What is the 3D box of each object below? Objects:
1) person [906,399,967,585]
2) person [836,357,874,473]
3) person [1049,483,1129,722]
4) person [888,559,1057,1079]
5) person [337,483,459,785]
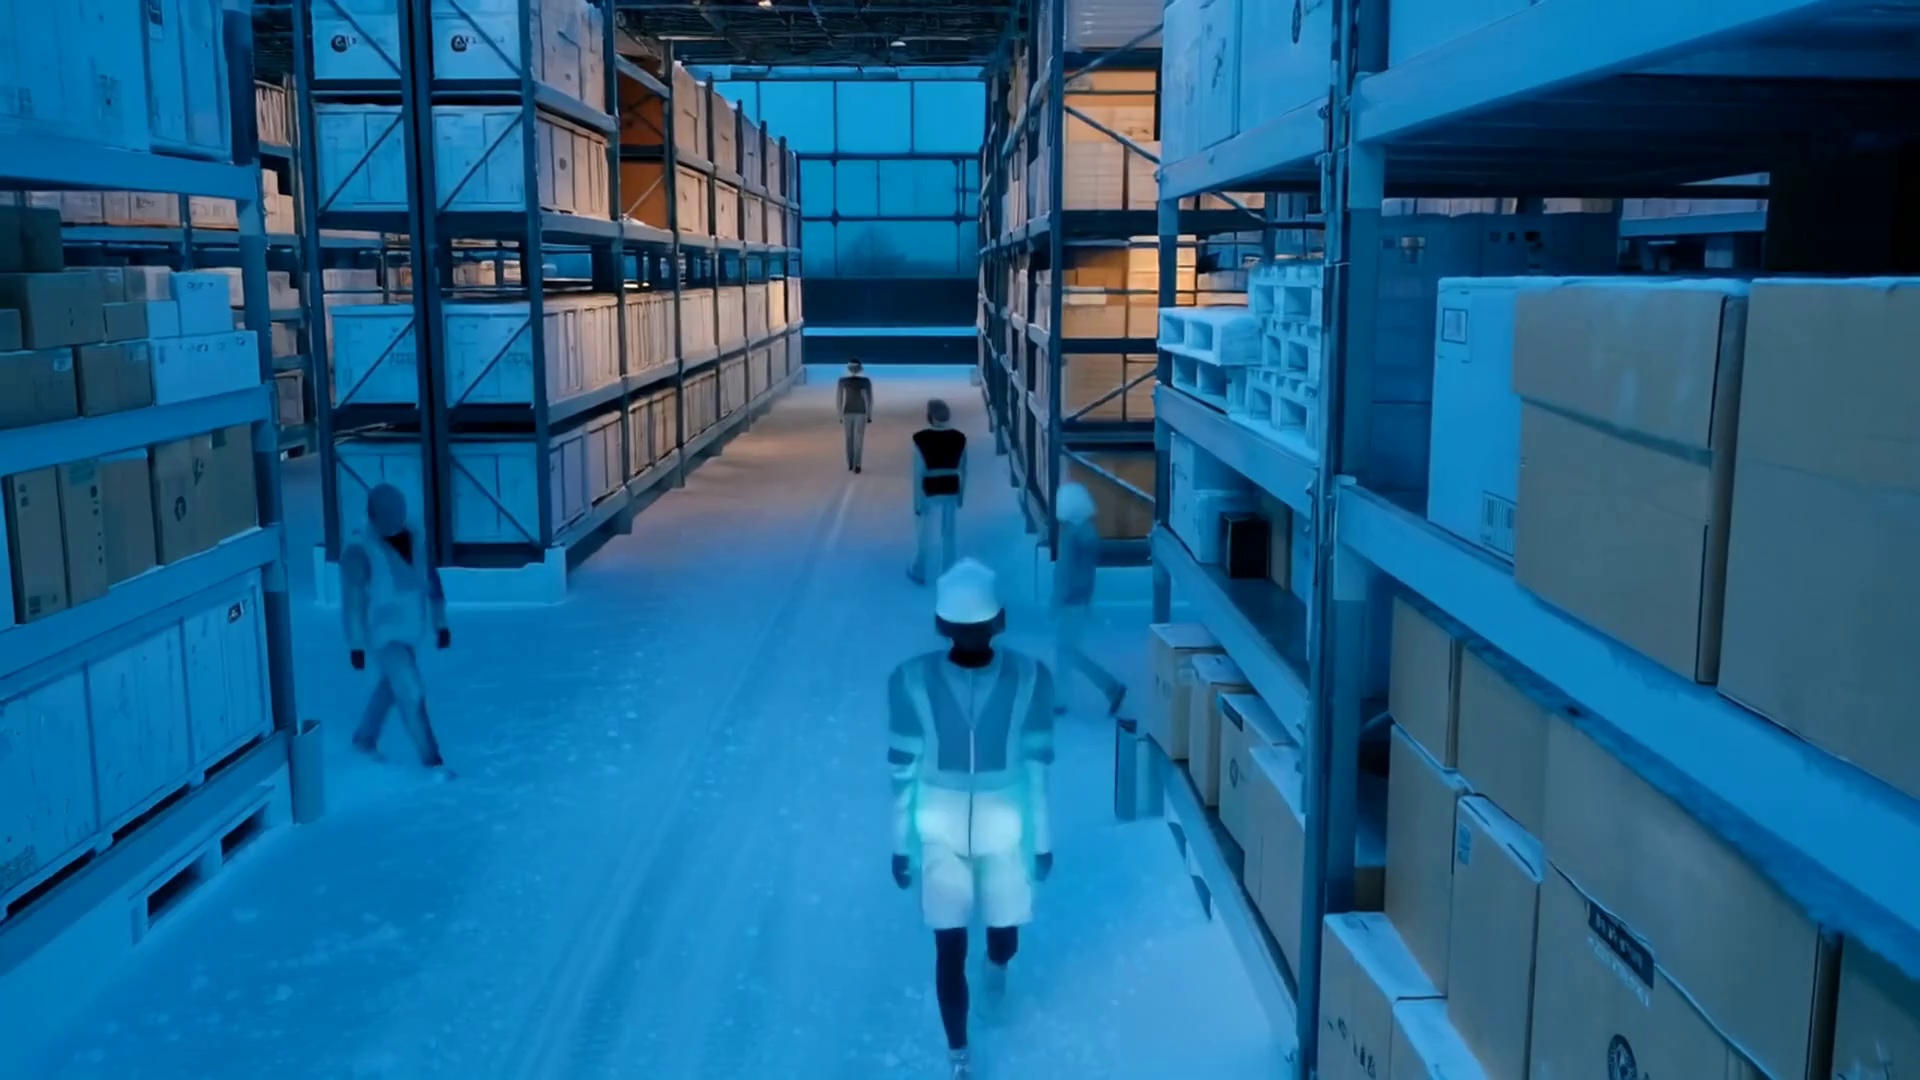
[{"bbox_3d":[-0.236,-0.427,15.748,0.582,1.800,0.915,-4,10,-22],"label":"person"},{"bbox_3d":[-1.566,-1.888,24.959,0.549,1.713,0.895,0,9,2],"label":"person"},{"bbox_3d":[0.812,0.425,11.104,0.653,1.614,0.506,4,10,21],"label":"person"},{"bbox_3d":[0.046,1.039,6.146,0.611,2.019,0.808,0,9,-1],"label":"person"},{"bbox_3d":[-3.404,0.537,9.917,0.928,1.800,0.659,4,10,26],"label":"person"}]
